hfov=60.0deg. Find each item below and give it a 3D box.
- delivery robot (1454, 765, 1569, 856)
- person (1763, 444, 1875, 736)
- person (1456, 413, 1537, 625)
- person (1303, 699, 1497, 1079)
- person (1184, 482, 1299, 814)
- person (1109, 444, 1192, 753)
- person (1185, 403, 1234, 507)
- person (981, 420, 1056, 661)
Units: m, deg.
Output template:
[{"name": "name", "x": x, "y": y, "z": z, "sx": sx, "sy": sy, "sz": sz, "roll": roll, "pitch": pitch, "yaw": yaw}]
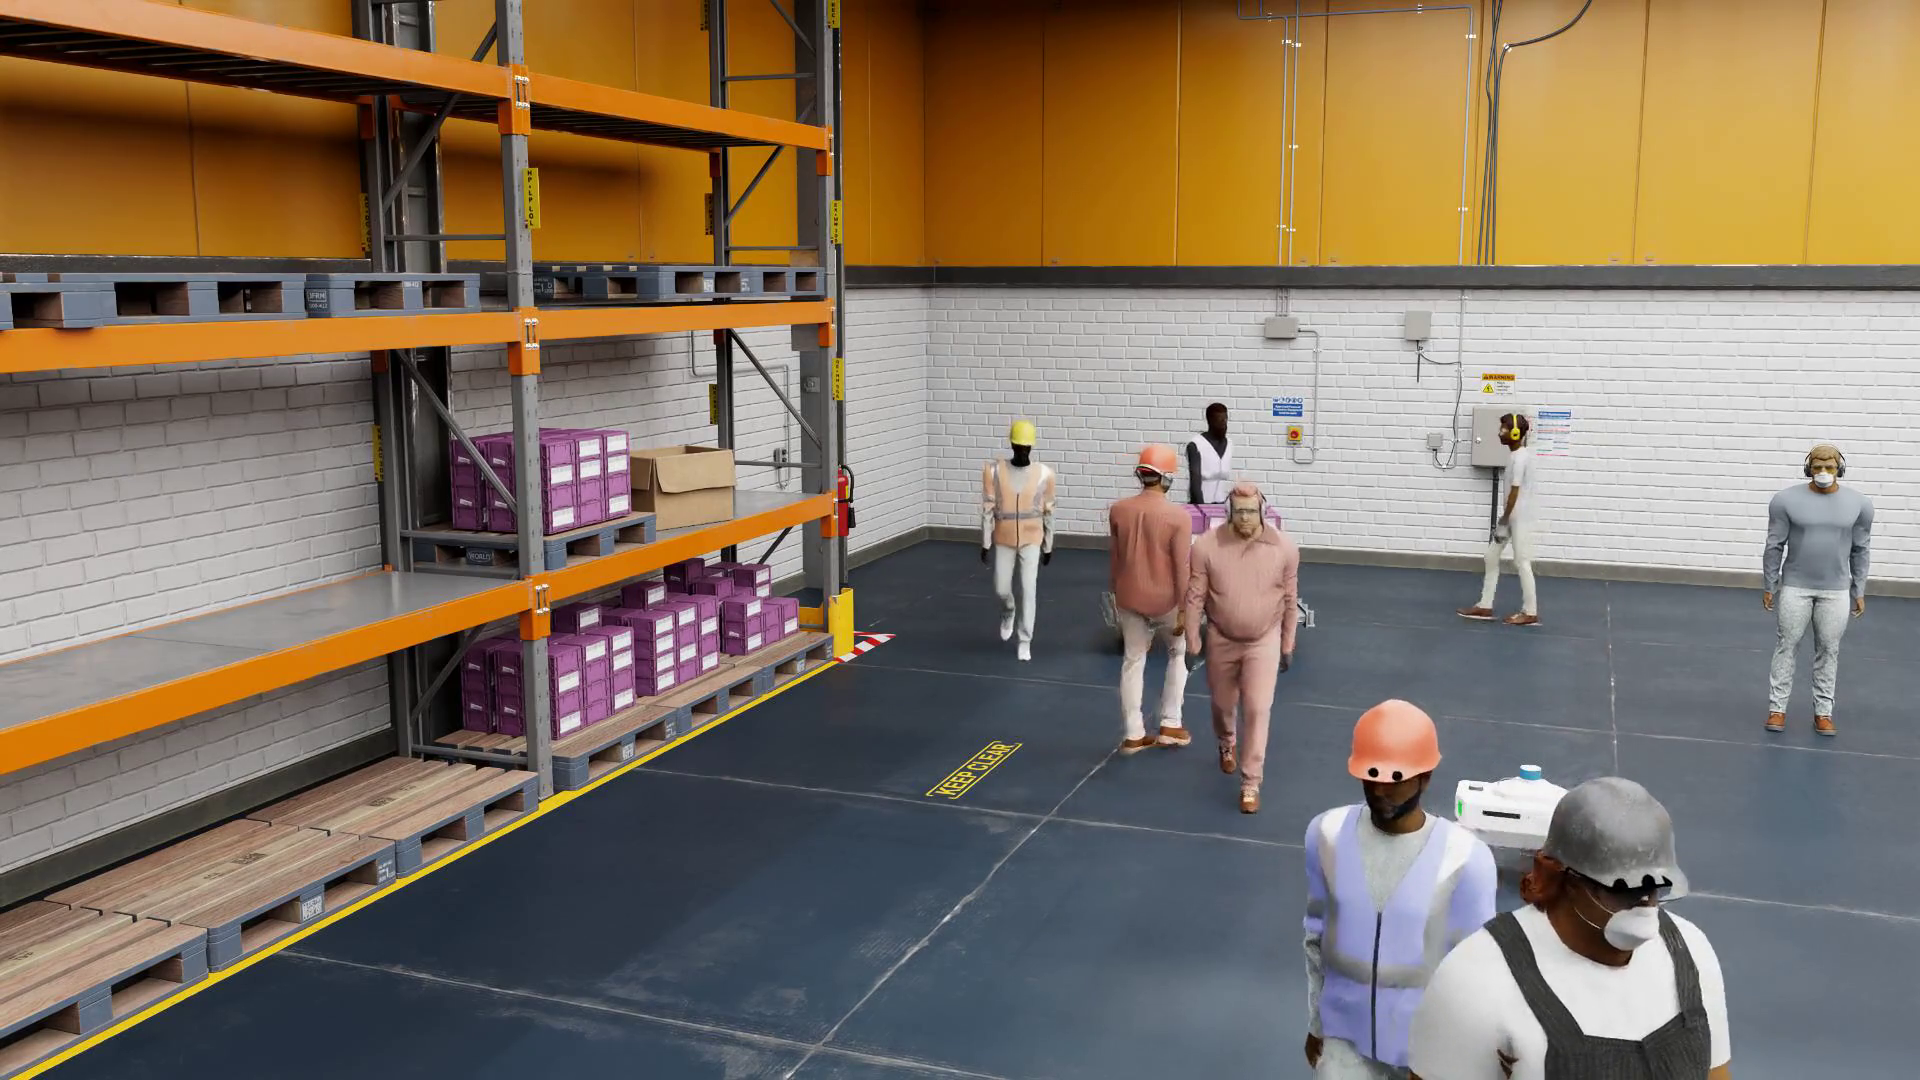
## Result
[{"name": "delivery robot", "x": 2.870, "y": 1.381, "z": 8.403, "sx": 0.707, "sy": 0.478, "sz": 0.477, "roll": 3, "pitch": 10, "yaw": 20}, {"name": "person", "x": 5.648, "y": 0.325, "z": 10.995, "sx": 0.635, "sy": 1.937, "sz": 0.352, "roll": 3, "pitch": 10, "yaw": 20}, {"name": "person", "x": 4.673, "y": -0.173, "z": 14.411, "sx": 0.797, "sy": 1.841, "sz": 0.564, "roll": 2, "pitch": 9, "yaw": 14}, {"name": "person", "x": 1.236, "y": 1.352, "z": 4.695, "sx": 0.557, "sy": 1.899, "sz": 0.971, "roll": 5, "pitch": 10, "yaw": 30}, {"name": "person", "x": 1.640, "y": 0.567, "z": 9.724, "sx": 0.649, "sy": 1.867, "sz": 0.926, "roll": 2, "pitch": 9, "yaw": 12}, {"name": "person", "x": 1.244, "y": 0.370, "z": 10.618, "sx": 0.616, "sy": 1.975, "sz": 0.599, "roll": 6, "pitch": 11, "yaw": 32}, {"name": "person", "x": 2.327, "y": -0.322, "z": 15.279, "sx": 0.592, "sy": 1.865, "sz": 1.016, "roll": -6, "pitch": 11, "yaw": -35}, {"name": "person", "x": 0.468, "y": -0.019, "z": 13.252, "sx": 0.601, "sy": 1.907, "sz": 0.599, "roll": 1, "pitch": 9, "yaw": 4}]
